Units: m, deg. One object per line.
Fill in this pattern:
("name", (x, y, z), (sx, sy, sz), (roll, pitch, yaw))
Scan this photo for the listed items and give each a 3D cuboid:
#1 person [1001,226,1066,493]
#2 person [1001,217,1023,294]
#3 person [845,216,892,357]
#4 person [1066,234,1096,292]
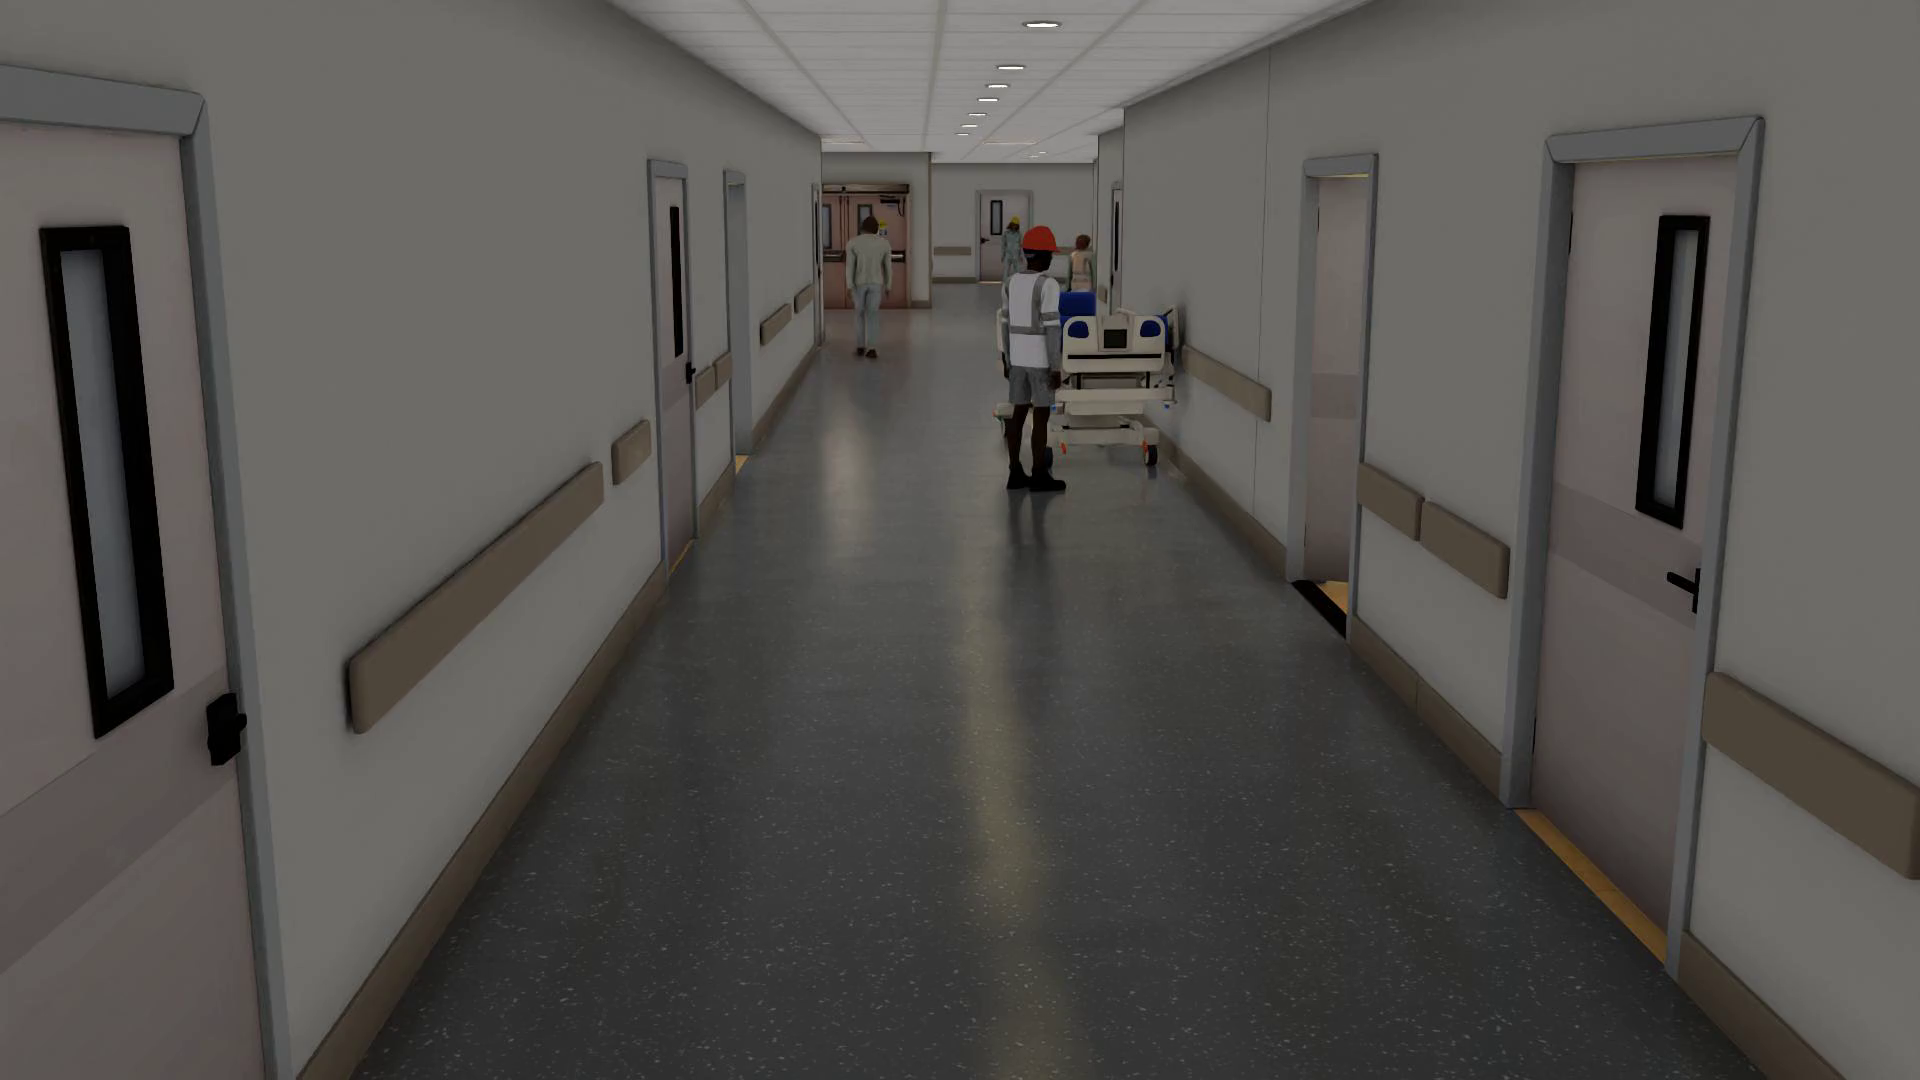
("person", (0.555, -1.317, 12.172), (0.374, 1.933, 0.552), (-10, 15, -41))
("person", (1.163, -6.376, 37.389), (0.535, 1.722, 0.363), (-2, 12, -8))
("person", (-1.240, -3.441, 22.621), (0.651, 1.884, 0.902), (-1, 12, -6))
("person", (1.817, -3.817, 25.176), (0.836, 1.599, 0.516), (-11, 16, -42))
